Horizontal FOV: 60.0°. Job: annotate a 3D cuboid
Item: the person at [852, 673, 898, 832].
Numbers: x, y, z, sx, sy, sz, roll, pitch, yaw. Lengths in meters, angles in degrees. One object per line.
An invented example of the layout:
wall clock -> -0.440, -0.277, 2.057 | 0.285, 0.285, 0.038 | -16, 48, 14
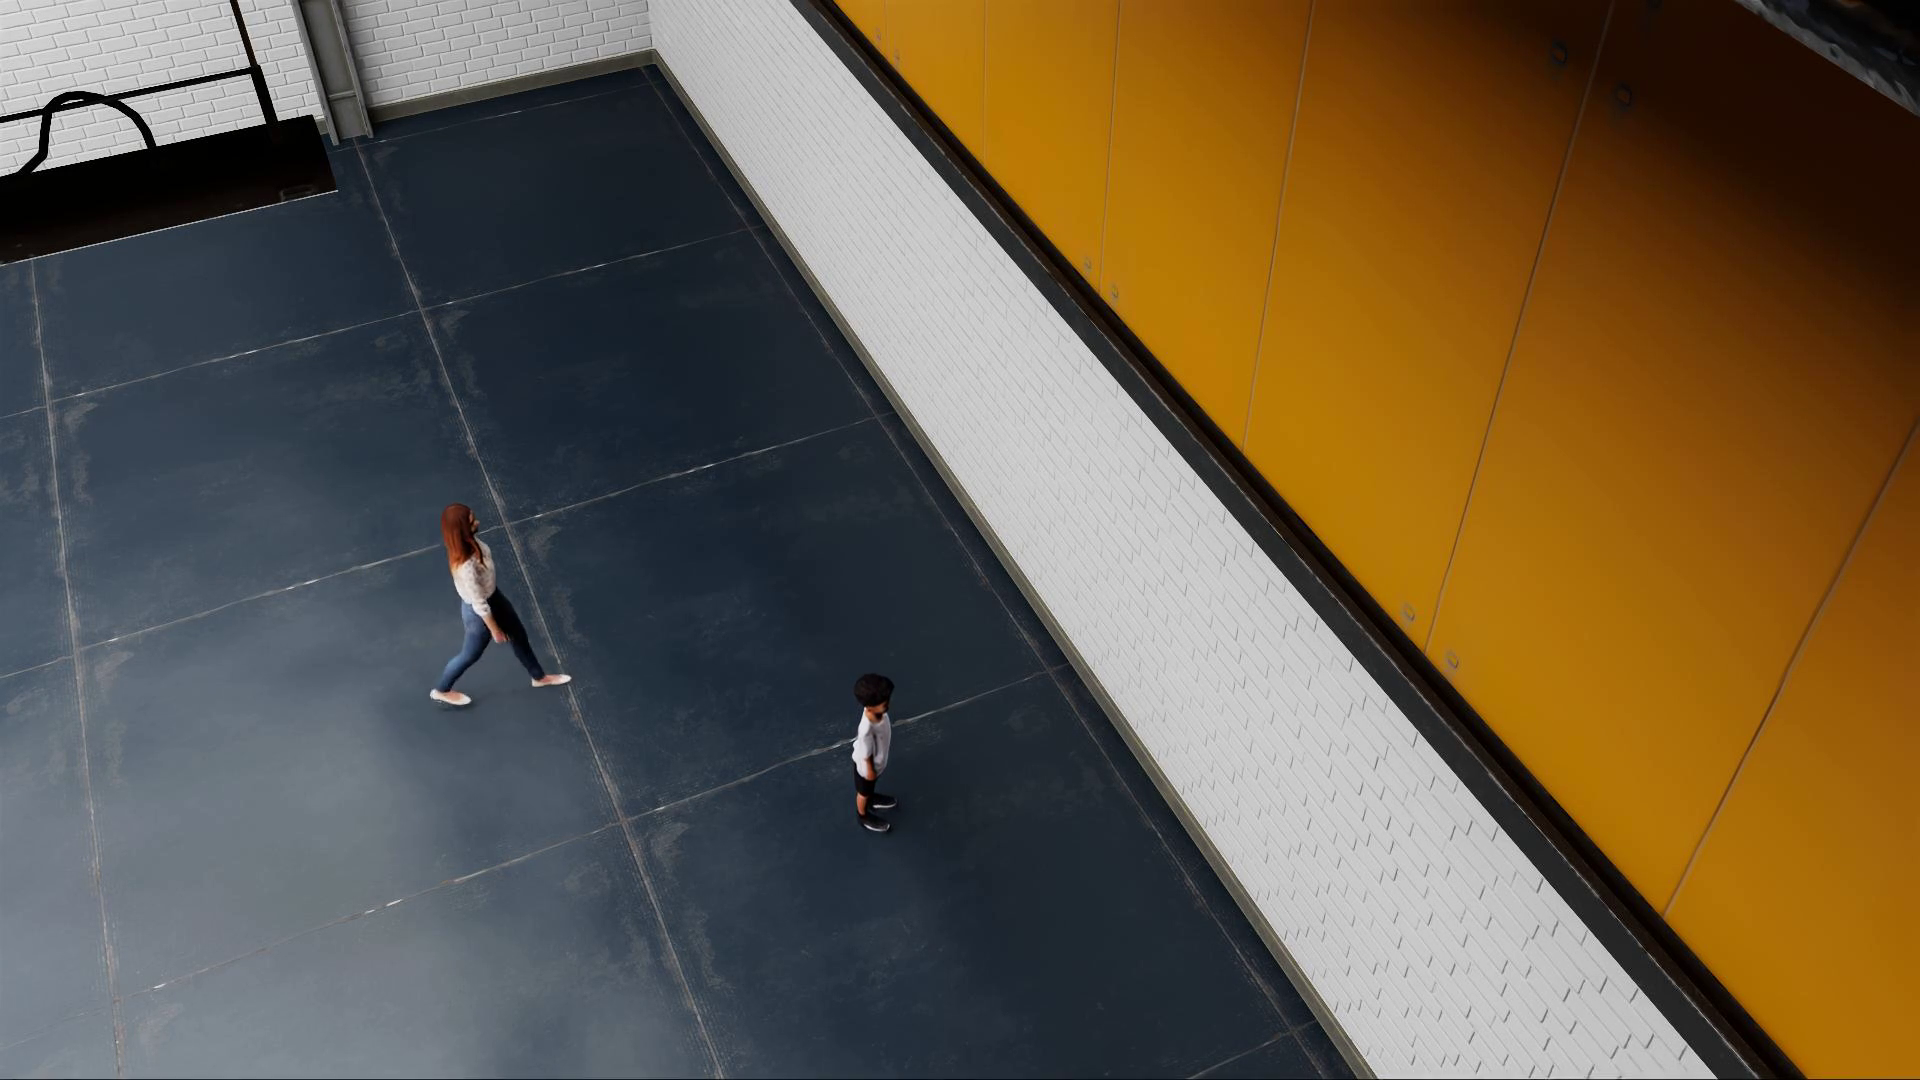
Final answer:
person -> -0.543, 1.268, 10.018 | 0.622, 1.254, 0.574 | 8, 44, 9

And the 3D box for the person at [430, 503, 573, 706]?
person -> -3.131, 0.454, 10.553 | 1.194, 1.693, 0.794 | -6, 44, -6
